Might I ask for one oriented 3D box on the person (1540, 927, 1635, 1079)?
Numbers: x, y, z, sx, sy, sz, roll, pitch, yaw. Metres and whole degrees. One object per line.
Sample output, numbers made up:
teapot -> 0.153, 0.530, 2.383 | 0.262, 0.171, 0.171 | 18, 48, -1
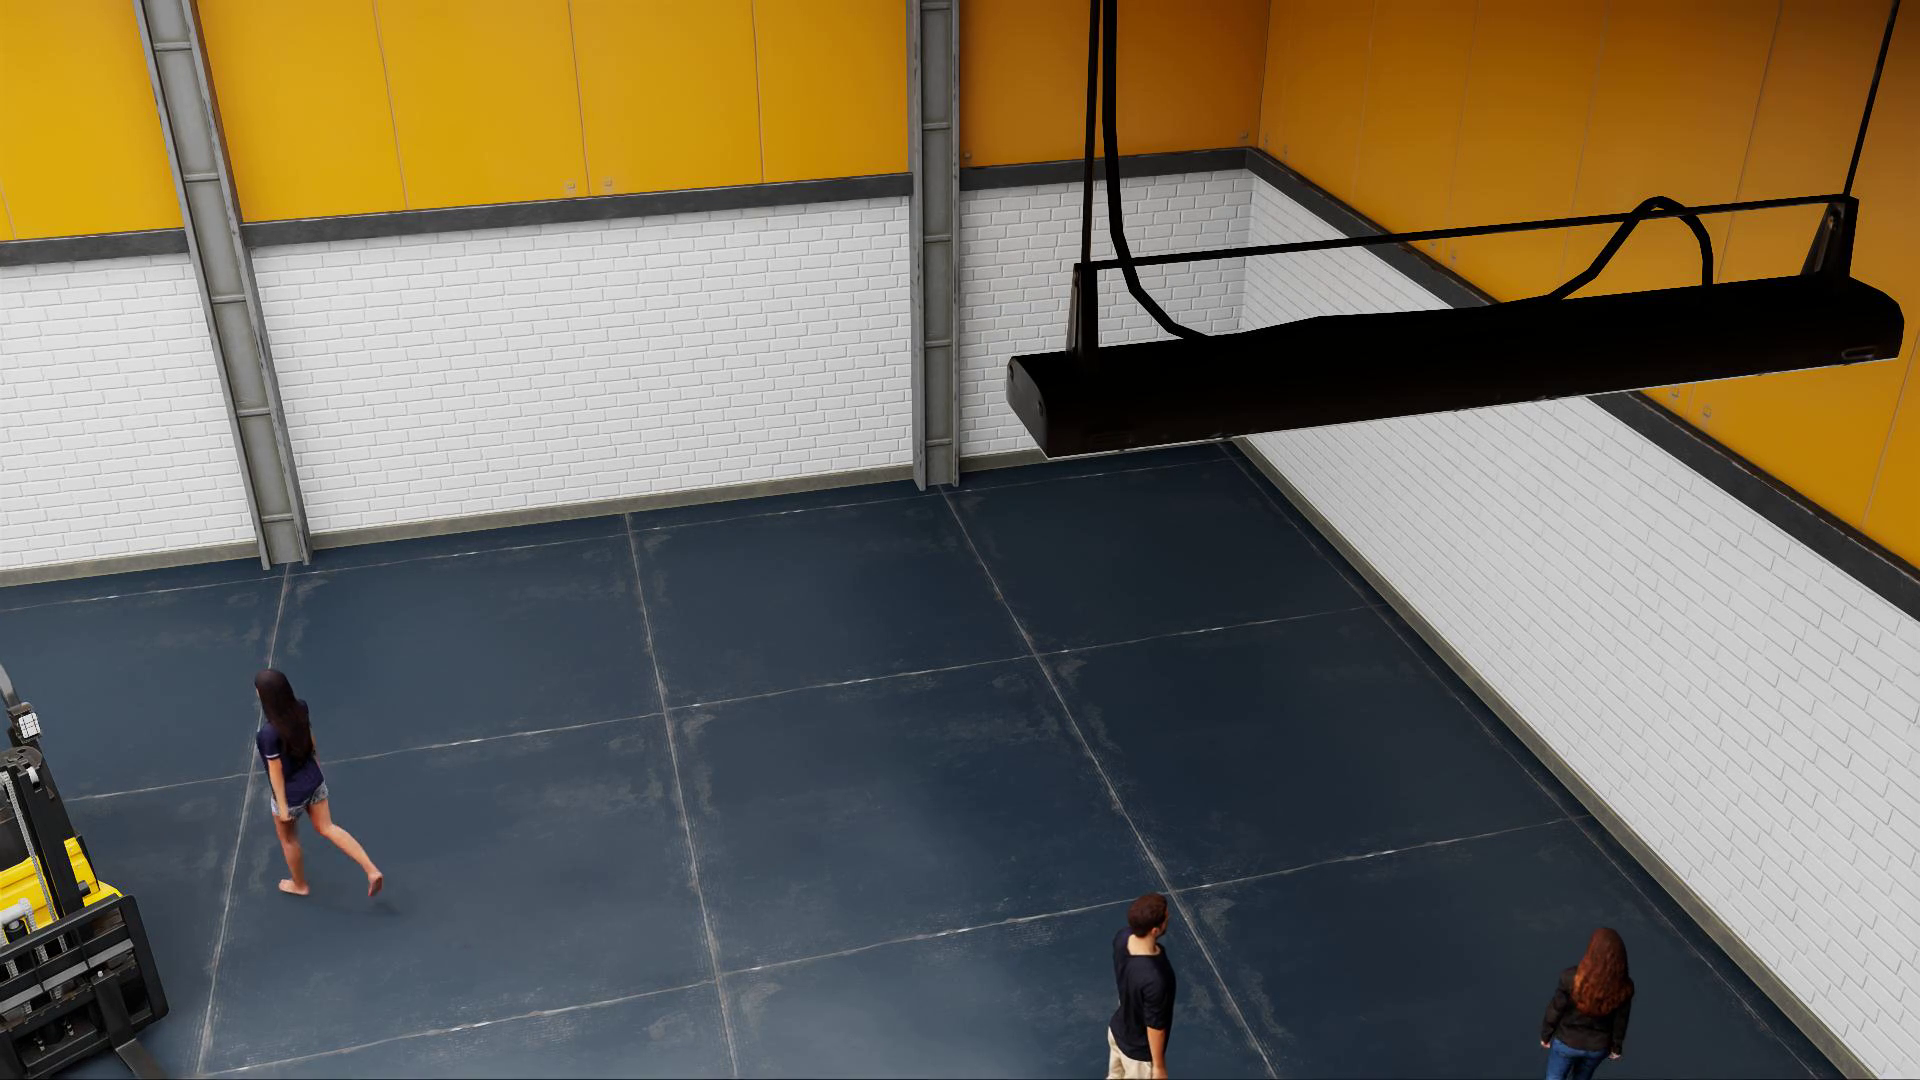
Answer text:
person -> 3.302, 2.670, 8.807 | 0.884, 1.468, 0.841 | 4, 29, 8

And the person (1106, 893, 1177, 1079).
person -> 0.909, 2.576, 8.580 | 0.562, 1.851, 0.643 | -9, 30, -16

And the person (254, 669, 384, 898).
person -> -4.099, 1.595, 10.490 | 1.095, 1.744, 0.941 | 10, 30, 17
